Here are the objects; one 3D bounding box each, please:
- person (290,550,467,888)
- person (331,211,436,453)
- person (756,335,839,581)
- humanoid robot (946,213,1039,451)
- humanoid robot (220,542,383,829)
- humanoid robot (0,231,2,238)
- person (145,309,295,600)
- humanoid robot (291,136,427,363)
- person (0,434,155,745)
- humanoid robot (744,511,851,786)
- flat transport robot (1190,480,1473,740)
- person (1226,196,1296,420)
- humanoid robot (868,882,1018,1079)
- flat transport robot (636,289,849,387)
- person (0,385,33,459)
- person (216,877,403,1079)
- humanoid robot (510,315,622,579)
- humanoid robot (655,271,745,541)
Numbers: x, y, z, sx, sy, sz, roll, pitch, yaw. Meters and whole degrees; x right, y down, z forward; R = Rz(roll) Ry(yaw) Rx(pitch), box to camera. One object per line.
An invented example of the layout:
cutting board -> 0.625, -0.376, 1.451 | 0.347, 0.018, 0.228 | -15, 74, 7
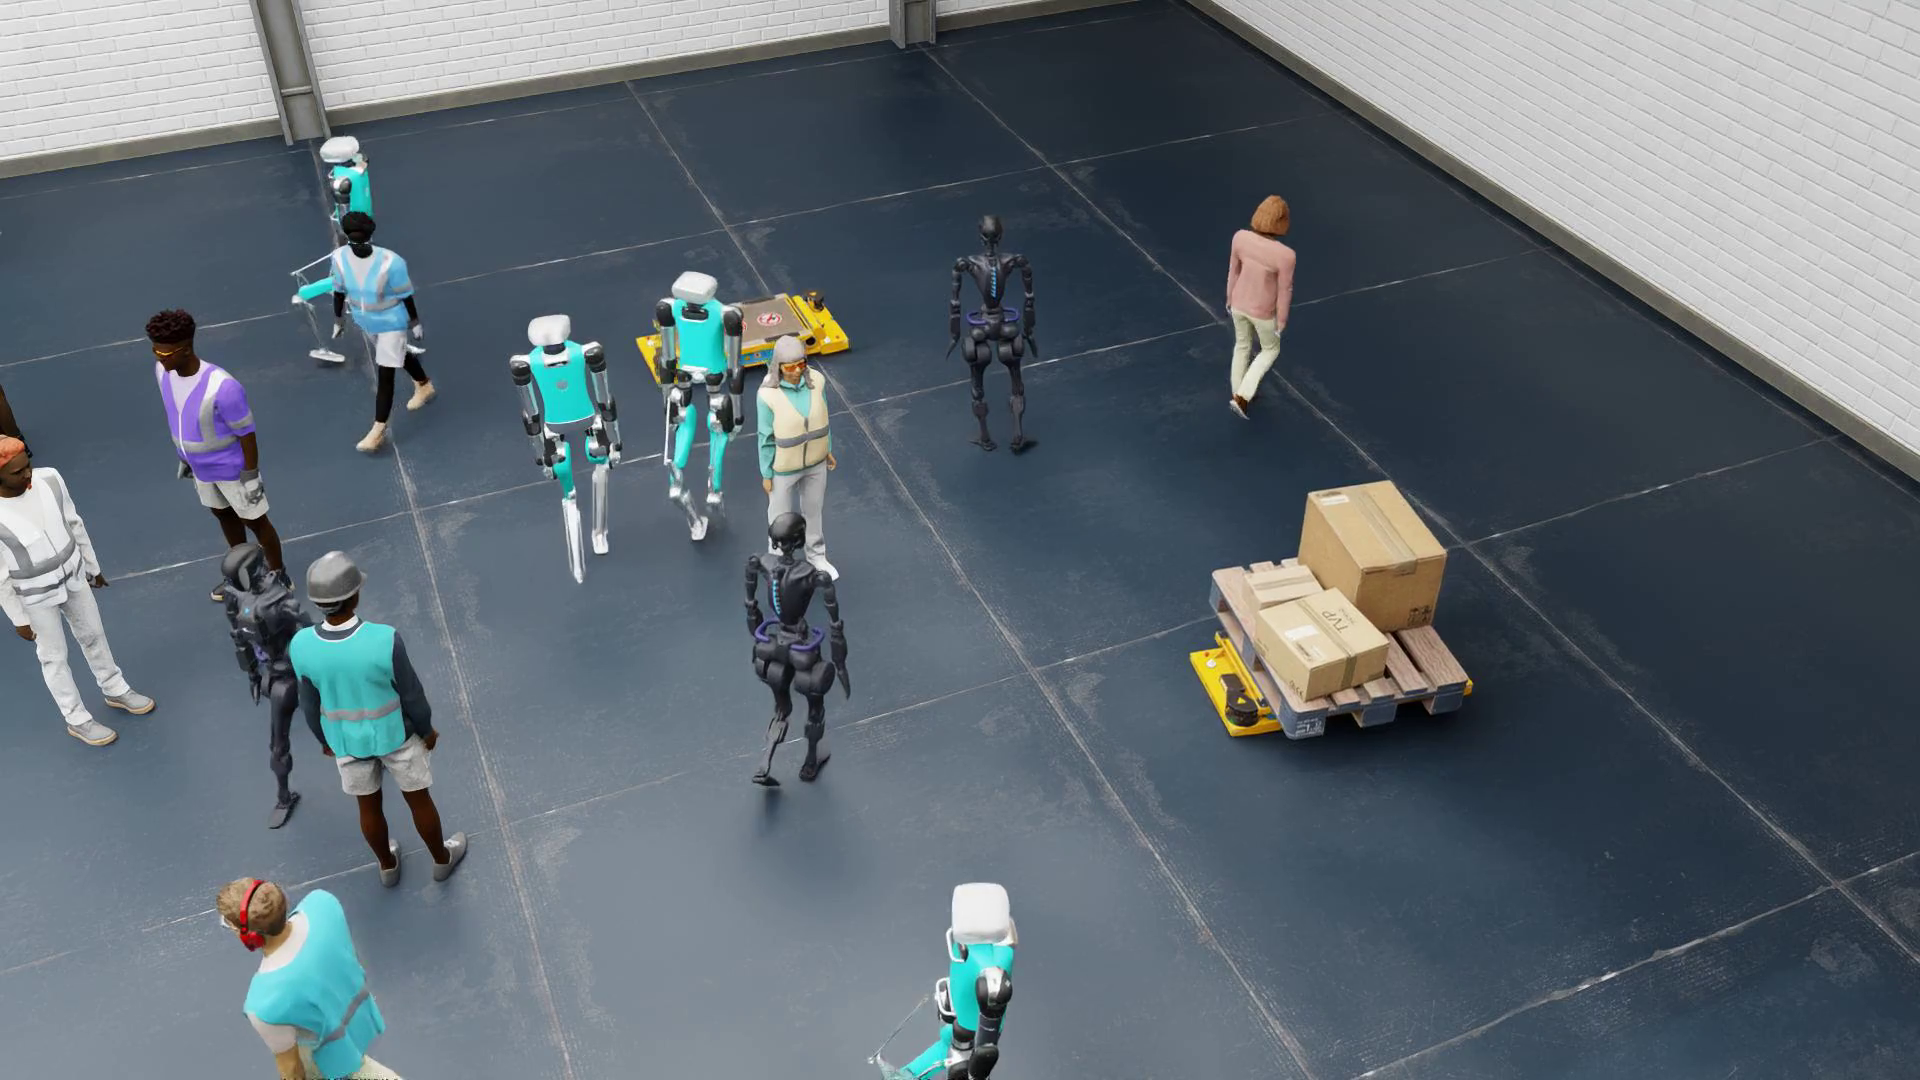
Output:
person -> -2.736, 0.889, 7.752 | 0.553, 1.933, 0.442 | -2, 38, -3
person -> -3.865, -1.436, 11.007 | 0.555, 1.641, 0.900 | 13, 39, 16
person -> -0.959, -0.440, 9.662 | 0.473, 1.708, 0.363 | -24, 44, -28
humanoid robot -> 0.221, -1.319, 10.844 | 0.613, 1.646, 0.444 | -5, 38, -7
humanoid robot -> -3.294, 0.707, 8.232 | 0.613, 1.642, 0.569 | 13, 40, 17
humanoid robot -> -7.849, -2.931, 12.902 | 0.543, 1.791, 0.868 | -2, 38, -3
person -> -4.221, -0.444, 9.460 | 0.601, 1.966, 0.370 | 17, 41, 21
humanoid robot -> -4.413, -1.970, 11.667 | 1.008, 1.766, 0.535 | 0, 38, 0
person -> -4.699, 0.251, 8.629 | 0.361, 1.880, 0.573 | 14, 40, 18
humanoid robot -> -0.858, 0.619, 8.319 | 0.589, 1.627, 0.514 | 15, 40, 18
flat transport robot -> 2.083, 0.714, 9.344 | 1.431, 0.231, 0.659 | -9, 38, -11
person -> 1.968, -1.531, 11.159 | 0.500, 1.618, 0.430 | 28, 46, 32
humanoid robot -> -0.229, 2.030, 6.476 | 0.875, 1.826, 0.548 | -5, 38, -7
flat transport robot -> -1.600, -1.485, 12.207 | 1.431, 0.231, 0.659 | -14, 40, -18
person -> -6.449, -1.332, 10.640 | 0.361, 1.933, 0.551 | -21, 42, -25
person -> -2.405, 1.946, 6.455 | 0.580, 1.828, 0.597 | 8, 38, 10
humanoid robot -> -2.298, -0.613, 9.893 | 0.556, 1.812, 0.733 | -9, 39, -12
humanoid robot -> -1.591, -0.643, 9.957 | 0.540, 1.838, 0.768 | 8, 38, 10
